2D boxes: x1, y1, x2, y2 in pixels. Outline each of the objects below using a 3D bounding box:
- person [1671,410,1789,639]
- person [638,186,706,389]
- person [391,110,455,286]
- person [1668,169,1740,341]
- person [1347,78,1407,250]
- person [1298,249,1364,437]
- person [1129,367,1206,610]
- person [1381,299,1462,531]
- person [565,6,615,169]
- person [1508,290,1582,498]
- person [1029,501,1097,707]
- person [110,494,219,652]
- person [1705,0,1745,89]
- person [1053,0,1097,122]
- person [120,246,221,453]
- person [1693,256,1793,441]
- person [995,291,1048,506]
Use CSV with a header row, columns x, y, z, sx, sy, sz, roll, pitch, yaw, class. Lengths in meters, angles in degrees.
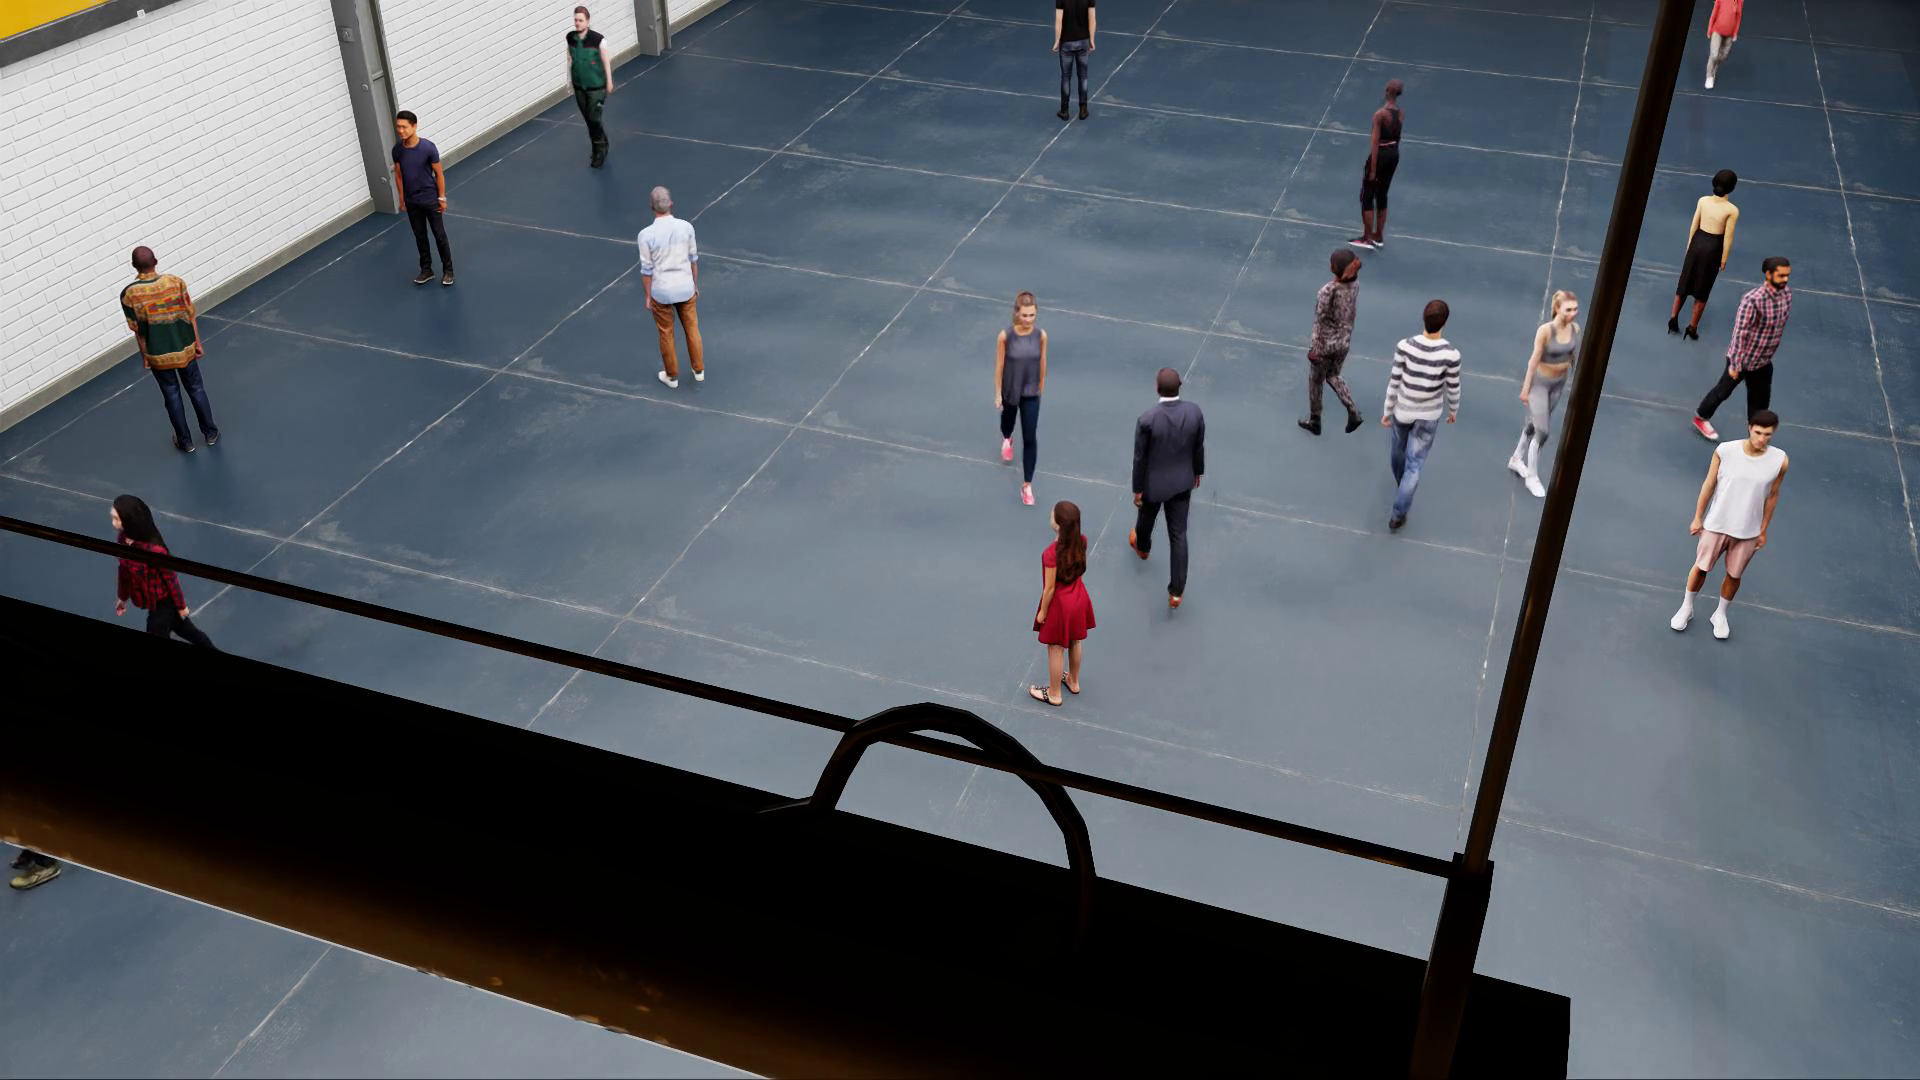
x,y,z,sx,sy,sz,roll,pitch,yaw,class
5.386,-0.130,11.567,0.651,1.786,0.559,13,36,19,person
-2.542,-2.227,14.689,0.743,1.824,0.815,-16,37,-22,person
-5.318,-3.394,16.474,0.697,1.791,0.593,4,34,6,person
6.927,-2.654,15.487,0.670,1.651,0.646,-27,42,-34,person
4.409,-3.871,17.249,0.915,1.726,0.815,28,42,35,person
3.152,-1.589,13.840,0.888,1.700,0.900,-21,39,-29,person
1.496,-0.332,11.887,1.122,1.769,1.359,-4,34,-5,person
3.475,-0.911,12.725,0.746,1.805,1.147,14,36,20,person
-4.268,-5.308,19.322,0.653,1.825,0.796,13,36,18,person
4.651,-1.249,13.344,0.845,1.683,0.914,-14,36,-20,person
0.684,0.403,10.978,0.649,1.551,0.708,-29,43,-36,person
-5.193,0.367,10.969,0.828,1.620,1.117,24,41,32,person
9.977,-6.657,21.739,0.610,1.397,0.874,6,34,9,person
1.417,-6.138,20.509,0.749,1.894,0.724,-2,34,-3,person
-6.524,-1.582,13.733,0.793,1.808,0.884,-22,40,-30,person
6.476,-1.542,13.749,1.150,1.722,1.239,-12,36,-18,person
0.459,-1.192,13.257,0.852,1.685,1.208,-1,34,-1,person
